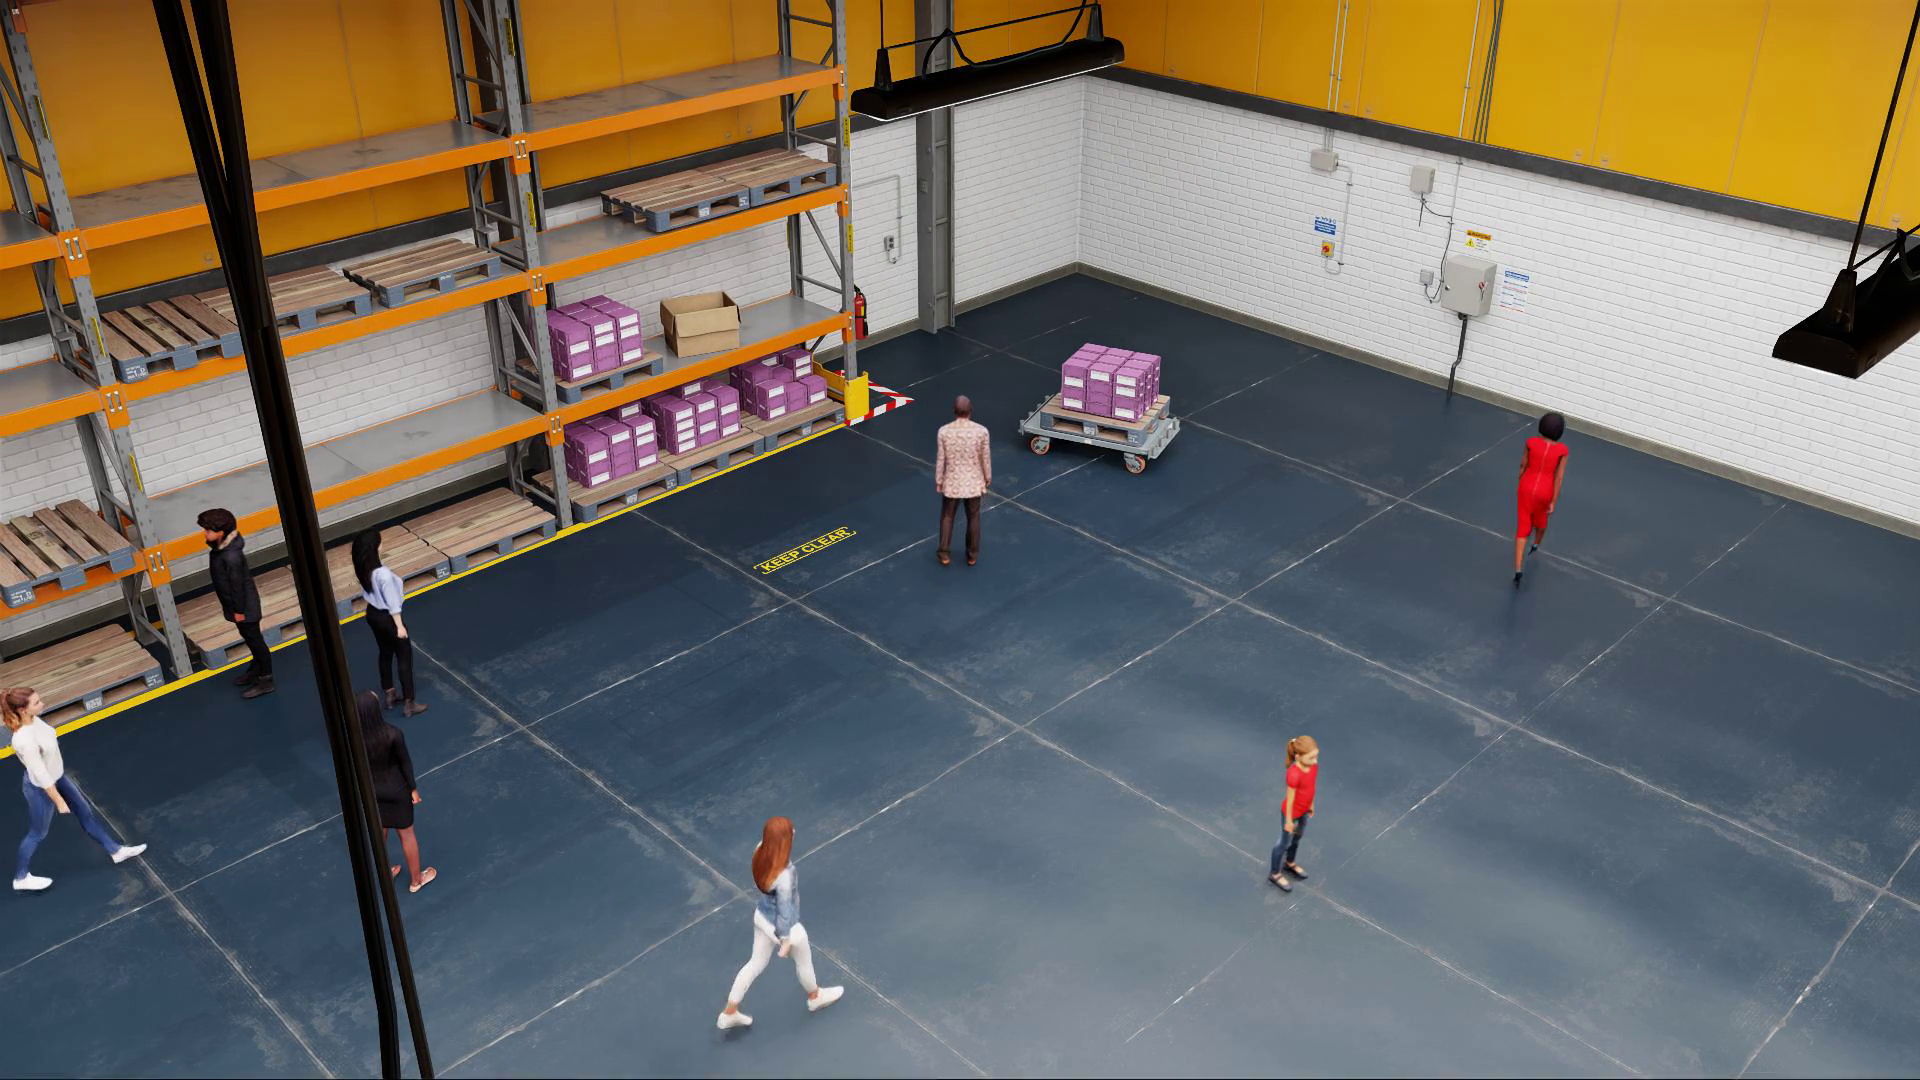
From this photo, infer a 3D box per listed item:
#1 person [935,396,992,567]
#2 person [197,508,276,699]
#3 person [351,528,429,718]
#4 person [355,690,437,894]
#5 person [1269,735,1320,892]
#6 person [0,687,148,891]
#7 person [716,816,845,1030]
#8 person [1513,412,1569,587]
[{"bbox_3d":[0.035,-0.543,16.207,0.815,1.803,0.872,0,29,1],"label":"person"},{"bbox_3d":[-6.179,0.514,14.300,0.610,1.773,0.641,-20,34,-32],"label":"person"},{"bbox_3d":[-4.872,0.700,13.992,0.688,1.741,0.570,21,35,34],"label":"person"},{"bbox_3d":[-4.142,1.801,11.996,0.685,1.721,0.705,4,29,8],"label":"person"},{"bbox_3d":[2.446,1.960,12.140,0.421,1.303,0.541,-25,37,-37],"label":"person"},{"bbox_3d":[-6.686,1.828,11.998,1.230,1.671,0.964,-9,30,-17],"label":"person"},{"bbox_3d":[-1.270,2.514,10.746,1.168,1.666,0.779,-18,33,-29],"label":"person"},{"bbox_3d":[5.517,-0.364,16.000,0.862,1.687,1.201,12,31,20],"label":"person"}]
